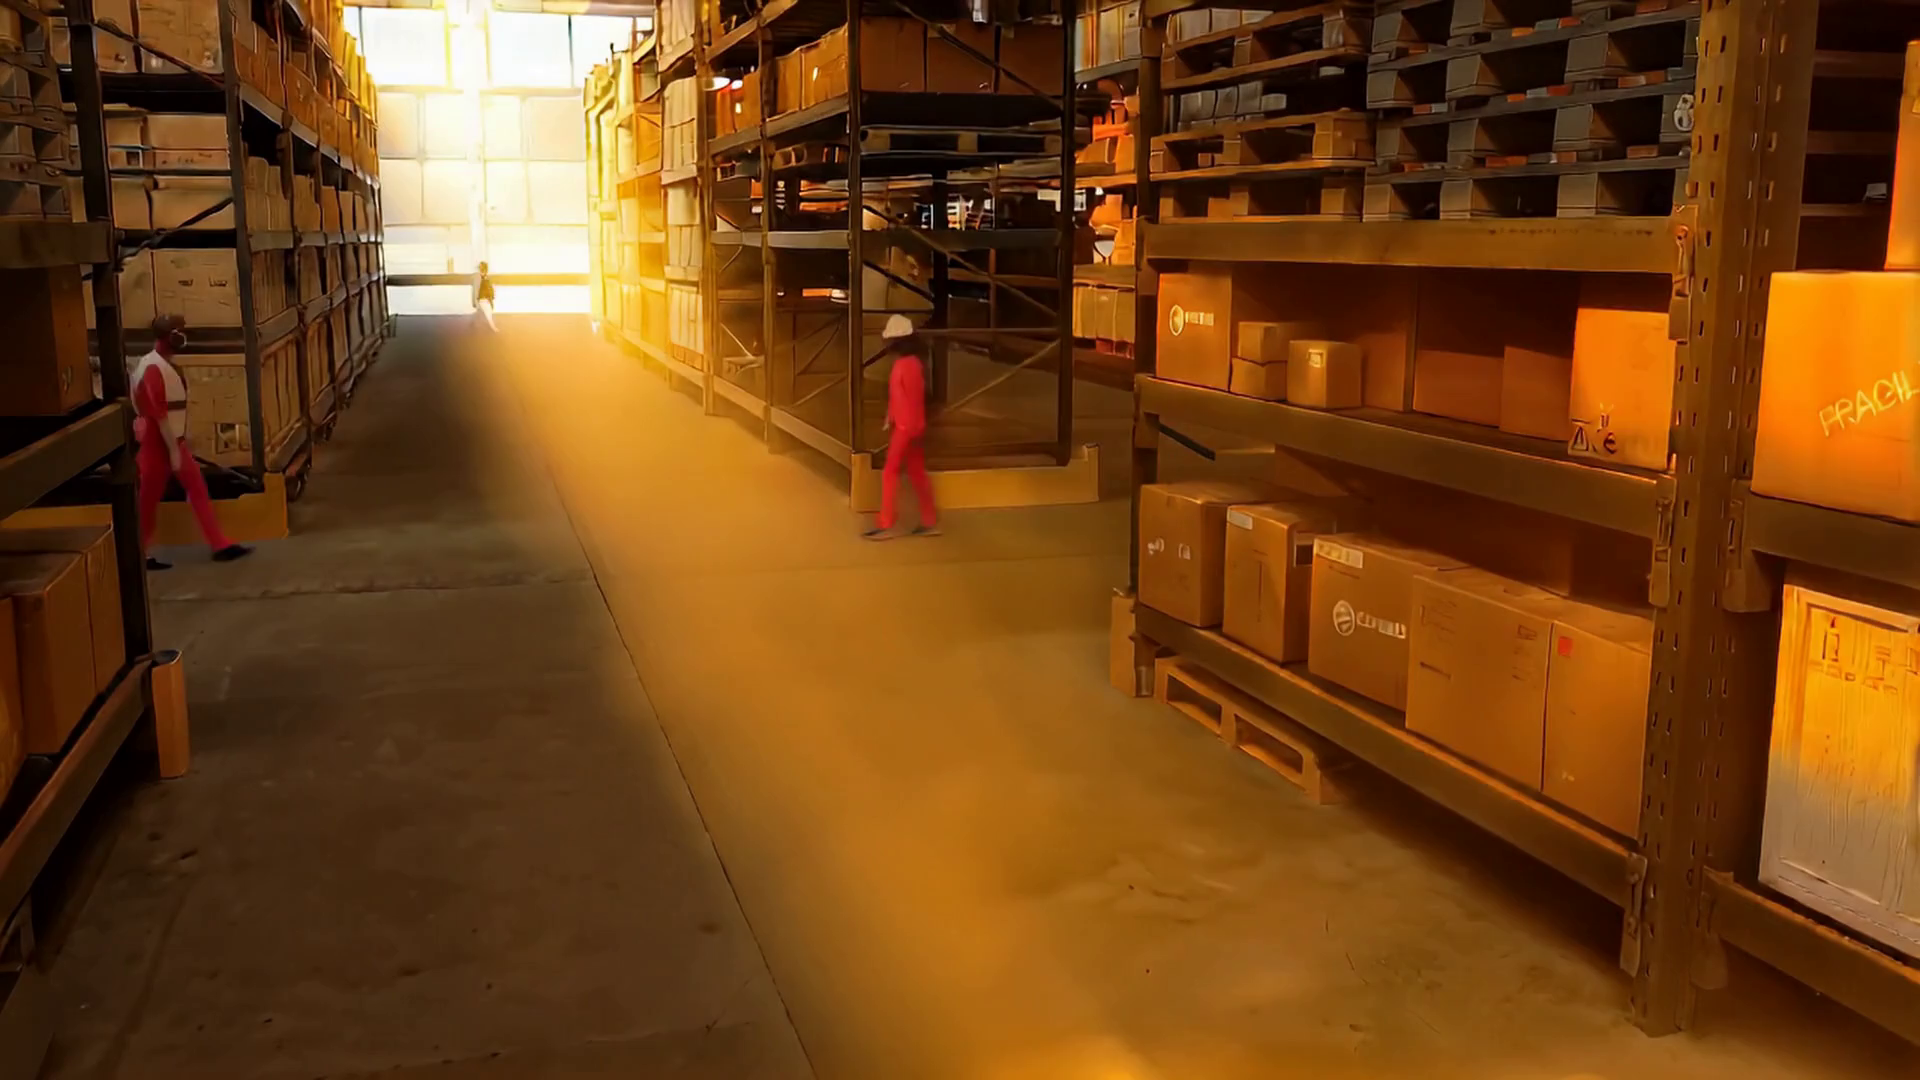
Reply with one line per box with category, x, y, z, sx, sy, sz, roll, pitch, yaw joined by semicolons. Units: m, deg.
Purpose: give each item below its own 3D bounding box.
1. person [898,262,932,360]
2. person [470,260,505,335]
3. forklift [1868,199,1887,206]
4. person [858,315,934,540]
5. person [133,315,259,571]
person;-0.869;-4.420;32.059;0.651;1.881;0.857;-3;11;-15
person;-11.400;-5.797;39.858;0.967;1.788;0.639;2;10;8
forklift;11.338;-2.915;21.052;1.129;2.768;1.873;-3;11;-17
person;-0.526;-0.861;12.894;0.748;1.734;0.553;-2;11;-12
person;-5.484;-0.679;11.752;0.931;1.792;0.605;-2;11;-13
